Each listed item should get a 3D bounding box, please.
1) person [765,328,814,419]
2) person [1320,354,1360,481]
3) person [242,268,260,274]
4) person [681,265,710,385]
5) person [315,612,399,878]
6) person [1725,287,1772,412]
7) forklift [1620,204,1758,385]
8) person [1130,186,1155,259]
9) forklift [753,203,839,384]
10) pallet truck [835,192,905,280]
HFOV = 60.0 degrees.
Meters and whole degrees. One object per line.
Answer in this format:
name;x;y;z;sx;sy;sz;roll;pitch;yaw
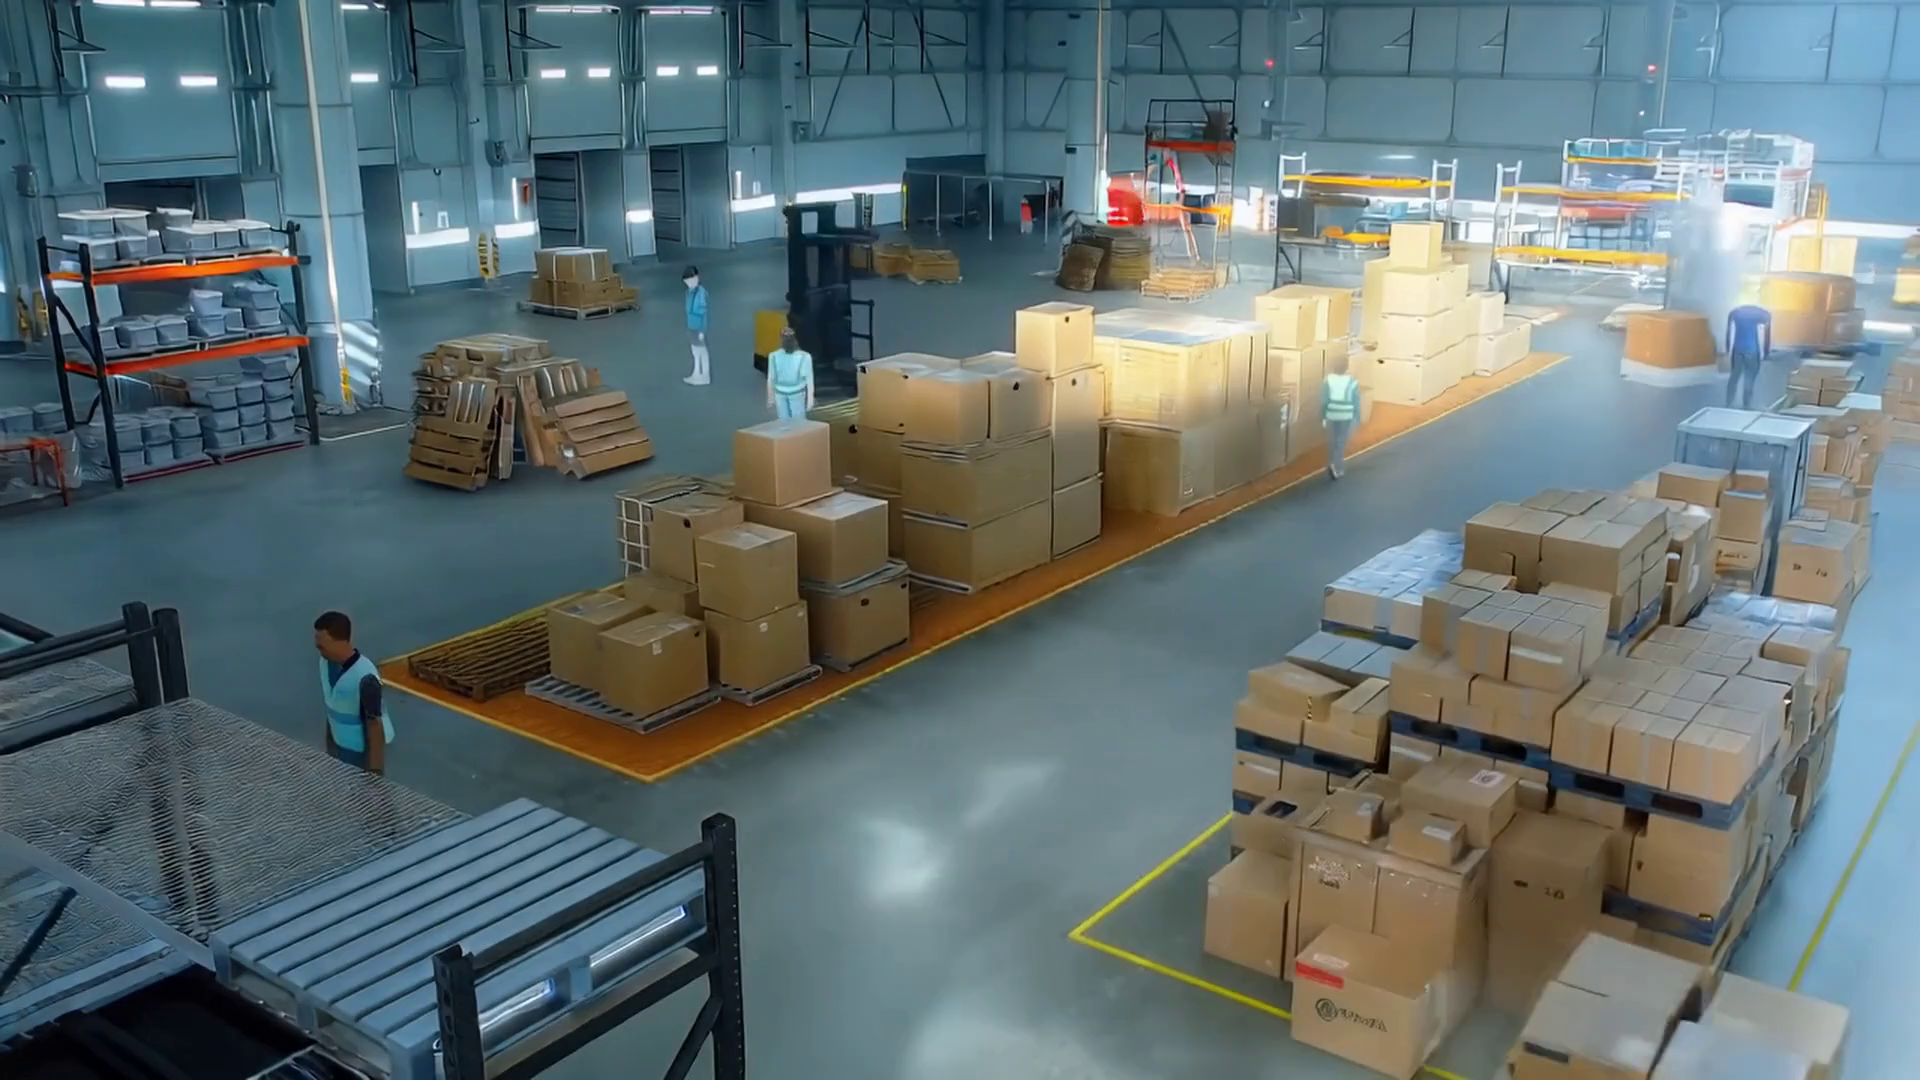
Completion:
person;-2.211;-1.805;21.467;0.596;1.864;0.564;3;17;11
person;4.767;-1.535;21.004;0.534;1.616;0.559;12;20;34
person;-11.730;-3.749;27.895;0.963;1.878;0.544;-5;17;-15
person;-4.277;-3.475;26.891;0.376;1.934;0.547;-11;20;-33
person;-3.947;1.364;10.931;0.608;1.909;0.401;14;22;39
person;11.597;-2.762;24.525;0.352;1.937;0.635;-15;22;-41
forklift;12.008;-4.026;27.105;1.873;2.768;1.129;-5;17;-15
person;4.470;-7.962;41.861;1.078;1.881;0.637;-11;20;-32
forklift;-2.446;-4.120;27.416;1.873;2.768;1.129;12;21;35
pallet truck;-1.936;-7.159;38.982;1.885;1.965;0.823;-12;21;-34
